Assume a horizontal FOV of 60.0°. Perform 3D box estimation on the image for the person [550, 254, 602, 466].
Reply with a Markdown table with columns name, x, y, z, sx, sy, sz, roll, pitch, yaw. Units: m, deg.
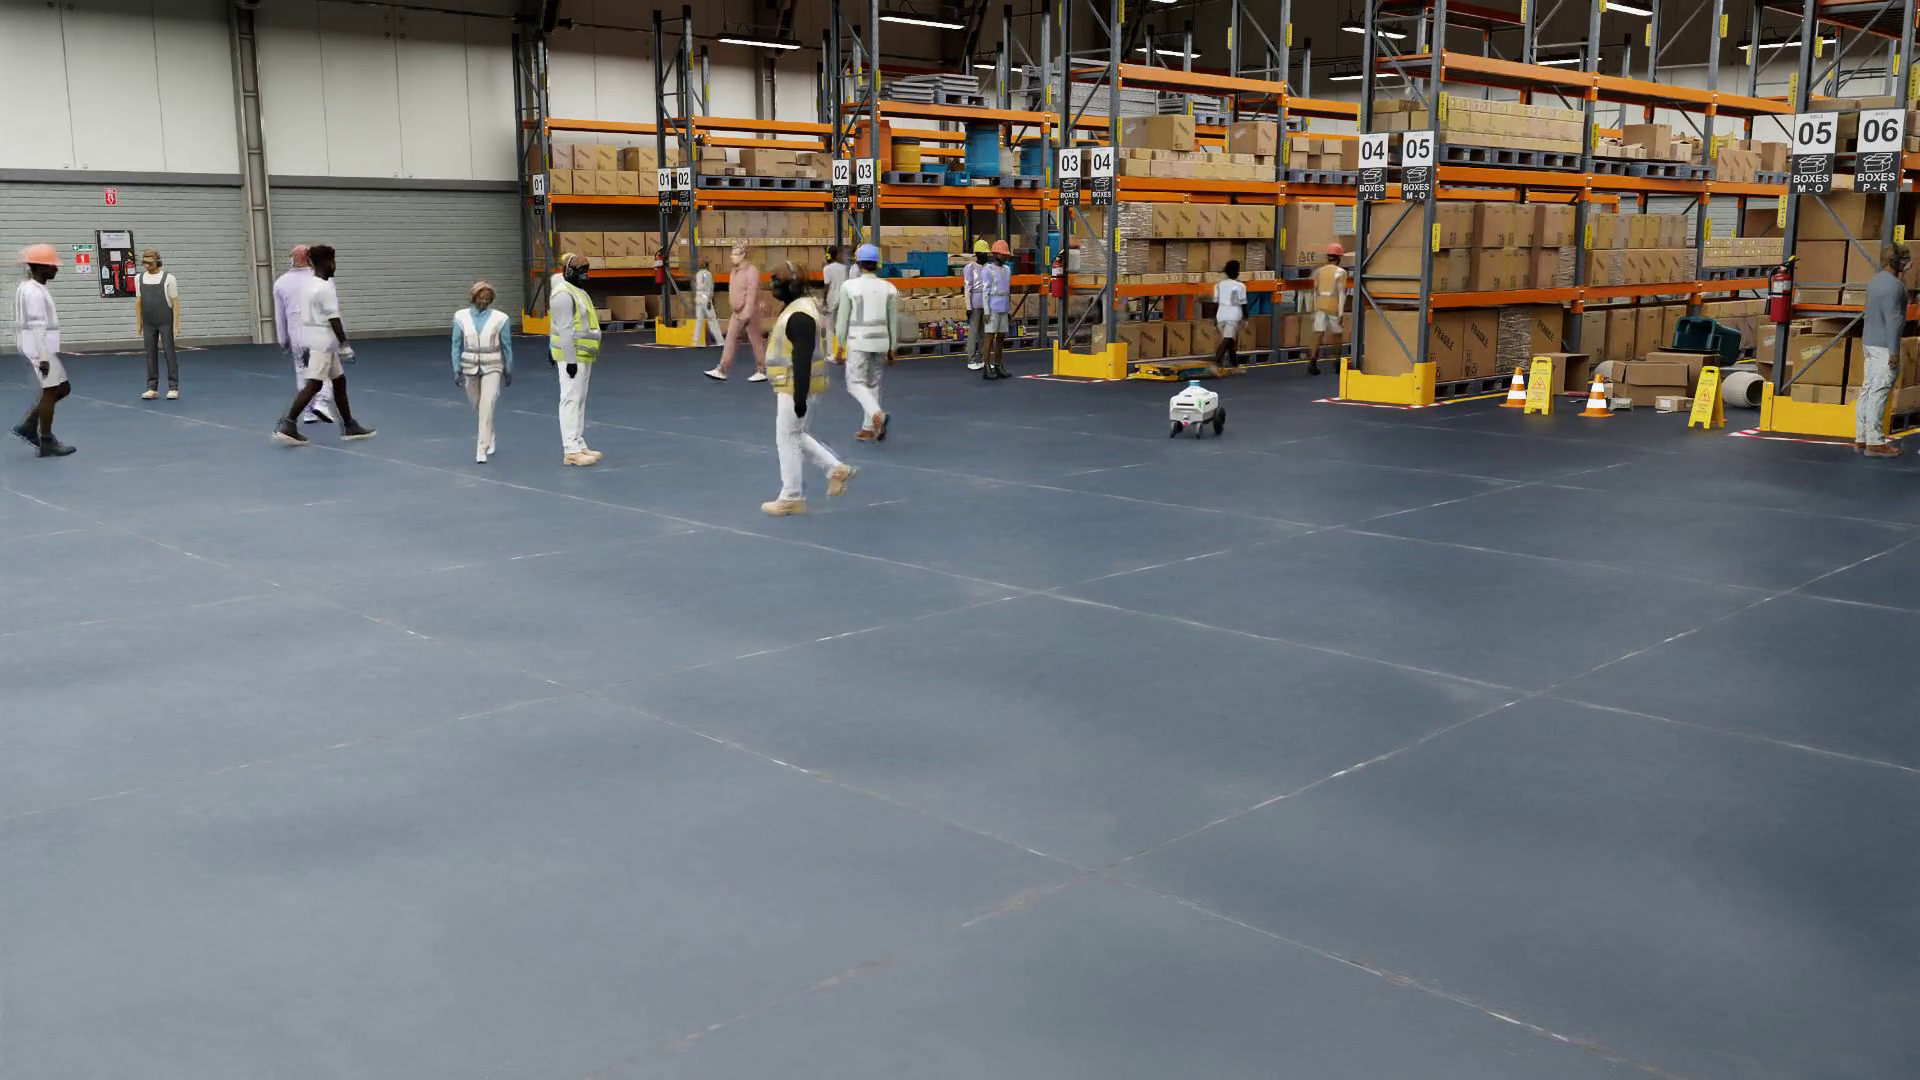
| name | x | y | z | sx | sy | sz | roll | pitch | yaw |
| --- | --- | --- | --- | --- | --- | --- | --- | --- | --- |
| person | -3.383 | -1.600 | 14.707 | 0.430 | 1.840 | 0.623 | 0 | 10 | 0 |

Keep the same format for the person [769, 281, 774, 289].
| name | x | y | z | sx | sy | sz | roll | pitch | yaw |
| --- | --- | --- | --- | --- | --- | --- | --- | --- | --- |
| person | -3.971 | -5.691 | 37.028 | 0.600 | 1.830 | 0.404 | 5 | 11 | 25 |

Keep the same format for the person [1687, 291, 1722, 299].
| name | x | y | z | sx | sy | sz | roll | pitch | yaw |
| --- | --- | --- | --- | --- | --- | --- | --- | --- | --- |
| person | 13.482 | -4.436 | 30.152 | 0.591 | 1.860 | 0.857 | 8 | 13 | 36 |

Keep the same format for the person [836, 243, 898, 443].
| name | x | y | z | sx | sy | sz | roll | pitch | yaw |
| --- | --- | --- | --- | --- | --- | --- | --- | --- | --- |
| person | -0.857 | -1.873 | 15.959 | 0.617 | 1.925 | 0.729 | -7 | 12 | -33 |

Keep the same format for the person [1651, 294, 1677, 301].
| name | x | y | z | sx | sy | sz | roll | pitch | yaw |
| --- | --- | --- | --- | --- | --- | --- | --- | --- | --- |
| person | 13.204 | -4.519 | 31.183 | 0.273 | 1.631 | 0.507 | -8 | 13 | -37 |

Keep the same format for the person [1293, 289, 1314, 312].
| name | x | y | z | sx | sy | sz | roll | pitch | yaw |
| --- | --- | --- | --- | --- | --- | --- | --- | --- | --- |
| person | 6.473 | -4.637 | 31.175 | 0.334 | 1.873 | 0.521 | -9 | 14 | -40 |

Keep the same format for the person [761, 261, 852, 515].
| name | x | y | z | sx | sy | sz | roll | pitch | yaw |
| --- | --- | --- | --- | --- | --- | --- | --- | --- | --- |
| person | -1.123 | -1.089 | 11.980 | 0.580 | 1.821 | 0.643 | -1 | 10 | -6 |

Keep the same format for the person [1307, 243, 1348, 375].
| name | x | y | z | sx | sy | sz | roll | pitch | yaw |
| --- | --- | --- | --- | --- | --- | --- | --- | --- | --- |
| person | 5.321 | -3.339 | 24.051 | 0.560 | 1.895 | 0.980 | 8 | 13 | 39 |

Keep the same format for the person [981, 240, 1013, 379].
| name | x | y | z | sx | sy | sz | roll | pitch | yaw |
| --- | --- | --- | --- | --- | --- | --- | --- | --- | --- |
| person | 0.548 | -3.233 | 23.348 | 0.376 | 1.933 | 0.551 | 9 | 14 | 42 |

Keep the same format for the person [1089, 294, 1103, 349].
| name | x | y | z | sx | sy | sz | roll | pitch | yaw |
| --- | --- | --- | --- | --- | --- | --- | --- | --- | --- |
| person | 2.440 | -4.052 | 27.683 | 0.456 | 1.978 | 0.613 | -10 | 14 | -42 |

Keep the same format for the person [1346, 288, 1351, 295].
| name | x | y | z | sx | sy | sz | roll | pitch | yaw |
| --- | --- | --- | --- | --- | --- | --- | --- | --- | --- |
| person | 6.976 | -4.613 | 30.869 | 0.551 | 1.932 | 0.377 | 4 | 11 | 19 |

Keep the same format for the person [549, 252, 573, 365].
| name | x | y | z | sx | sy | sz | roll | pitch | yaw |
| --- | --- | --- | --- | --- | --- | --- | --- | --- | --- |
| person | -6.040 | -3.529 | 25.483 | 0.525 | 1.740 | 0.728 | 3 | 11 | 15 |

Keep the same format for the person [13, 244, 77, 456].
| name | x | y | z | sx | sy | sz | roll | pitch | yaw |
| --- | --- | --- | --- | --- | --- | --- | --- | --- | --- |
| person | -8.370 | -1.730 | 15.184 | 0.471 | 1.919 | 0.572 | -5 | 12 | -26 |

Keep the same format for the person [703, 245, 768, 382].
| name | x | y | z | sx | sy | sz | roll | pitch | yaw |
| --- | --- | --- | --- | --- | --- | --- | --- | --- | --- |
| person | -3.047 | -3.080 | 22.699 | 0.976 | 1.857 | 0.676 | -8 | 13 | -36 |

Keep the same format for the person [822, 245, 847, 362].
| name | x | y | z | sx | sy | sz | roll | pitch | yaw |
| --- | --- | --- | --- | --- | --- | --- | --- | --- | --- |
| person | -1.964 | -3.775 | 26.546 | 0.540 | 1.849 | 0.606 | -10 | 15 | -44 |

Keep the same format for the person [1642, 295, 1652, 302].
| name | x | y | z | sx | sy | sz | roll | pitch | yaw |
| --- | --- | --- | --- | --- | --- | --- | --- | --- | --- |
| person | 13.444 | -4.838 | 32.237 | 0.572 | 1.905 | 0.649 | -6 | 12 | -30 |

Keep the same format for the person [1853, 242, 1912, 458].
| name | x | y | z | sx | sy | sz | roll | pitch | yaw |
| --- | --- | --- | --- | --- | --- | --- | --- | --- | --- |
| person | 8.457 | -1.744 | 15.218 | 0.372 | 1.940 | 0.630 | 2 | 11 | 11 |

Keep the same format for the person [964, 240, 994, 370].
| name | x | y | z | sx | sy | sz | roll | pitch | yaw |
| --- | --- | --- | --- | --- | --- | --- | --- | --- | --- |
| person | 0.314 | -3.521 | 24.938 | 0.370 | 1.925 | 0.594 | 10 | 14 | 43 |

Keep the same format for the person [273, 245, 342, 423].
| name | x | y | z | sx | sy | sz | roll | pitch | yaw |
| --- | --- | --- | --- | --- | --- | --- | --- | --- | --- |
| person | -6.934 | -2.185 | 17.735 | 0.691 | 1.901 | 0.494 | 0 | 10 | 0 |

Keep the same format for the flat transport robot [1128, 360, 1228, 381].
| name | x | y | z | sx | sy | sz | roll | pitch | yaw |
| --- | --- | --- | --- | --- | --- | --- | --- | --- | --- |
| flat transport robot | 3.082 | -2.400 | 23.460 | 1.431 | 0.197 | 0.652 | -10 | 14 | -43 |

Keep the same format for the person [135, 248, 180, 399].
| name | x | y | z | sx | sy | sz | roll | pitch | yaw |
| --- | --- | --- | --- | --- | --- | --- | --- | --- | --- |
| person | -9.856 | -2.651 | 20.437 | 0.507 | 1.839 | 0.351 | 0 | 10 | -2 |

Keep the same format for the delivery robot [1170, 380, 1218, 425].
| name | x | y | z | sx | sy | sz | roll | pitch | yaw |
| --- | --- | --- | --- | --- | --- | --- | --- | --- | --- |
| delivery robot | 2.372 | -1.375 | 16.839 | 0.477 | 0.478 | 0.707 | 4 | 11 | 22 |

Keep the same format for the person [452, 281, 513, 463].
| name | x | y | z | sx | sy | sz | roll | pitch | yaw |
| --- | --- | --- | --- | --- | --- | --- | --- | --- | --- |
| person | -4.284 | -1.535 | 14.988 | 0.512 | 1.597 | 0.820 | -1 | 10 | -4 |

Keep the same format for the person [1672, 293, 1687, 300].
| name | x | y | z | sx | sy | sz | roll | pitch | yaw |
| --- | --- | --- | --- | --- | --- | --- | --- | --- | --- |
| person | 14.526 | -5.151 | 33.872 | 0.643 | 1.912 | 0.410 | 7 | 13 | 34 |

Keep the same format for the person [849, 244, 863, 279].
| name | x | y | z | sx | sy | sz | roll | pitch | yaw |
| --- | --- | --- | --- | --- | --- | --- | --- | --- | --- |
| person | -1.503 | -3.453 | 24.742 | 0.327 | 1.865 | 0.514 | 0 | 10 | -2 |

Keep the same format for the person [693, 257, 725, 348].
| name | x | y | z | sx | sy | sz | roll | pitch | yaw |
| --- | --- | --- | --- | --- | --- | --- | --- | --- | --- |
| person | -4.480 | -4.235 | 29.669 | 0.699 | 1.605 | 0.542 | -8 | 13 | -37 |

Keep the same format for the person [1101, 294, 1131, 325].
| name | x | y | z | sx | sy | sz | roll | pitch | yaw |
| --- | --- | --- | --- | --- | --- | --- | --- | --- | --- |
| person | 2.529 | -3.813 | 26.623 | 0.653 | 1.887 | 1.001 | 8 | 13 | 38 |

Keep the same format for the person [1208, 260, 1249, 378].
| name | x | y | z | sx | sy | sz | roll | pitch | yaw |
| --- | --- | --- | --- | --- | --- | --- | --- | --- | --- |
| person | 3.789 | -3.121 | 23.497 | 0.865 | 1.661 | 0.541 | -9 | 13 | -39 |

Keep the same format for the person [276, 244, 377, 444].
| name | x | y | z | sx | sy | sz | roll | pitch | yaw |
| --- | --- | --- | --- | --- | --- | --- | --- | --- | --- |
| person | -6.227 | -1.898 | 16.122 | 0.982 | 1.926 | 0.607 | -7 | 13 | -34 |

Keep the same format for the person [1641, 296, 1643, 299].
| name | x | y | z | sx | sy | sz | roll | pitch | yaw |
| --- | --- | --- | --- | --- | --- | --- | --- | --- | --- |
| person | 13.837 | -5.057 | 33.447 | 0.898 | 1.897 | 0.553 | -1 | 10 | -4 |
